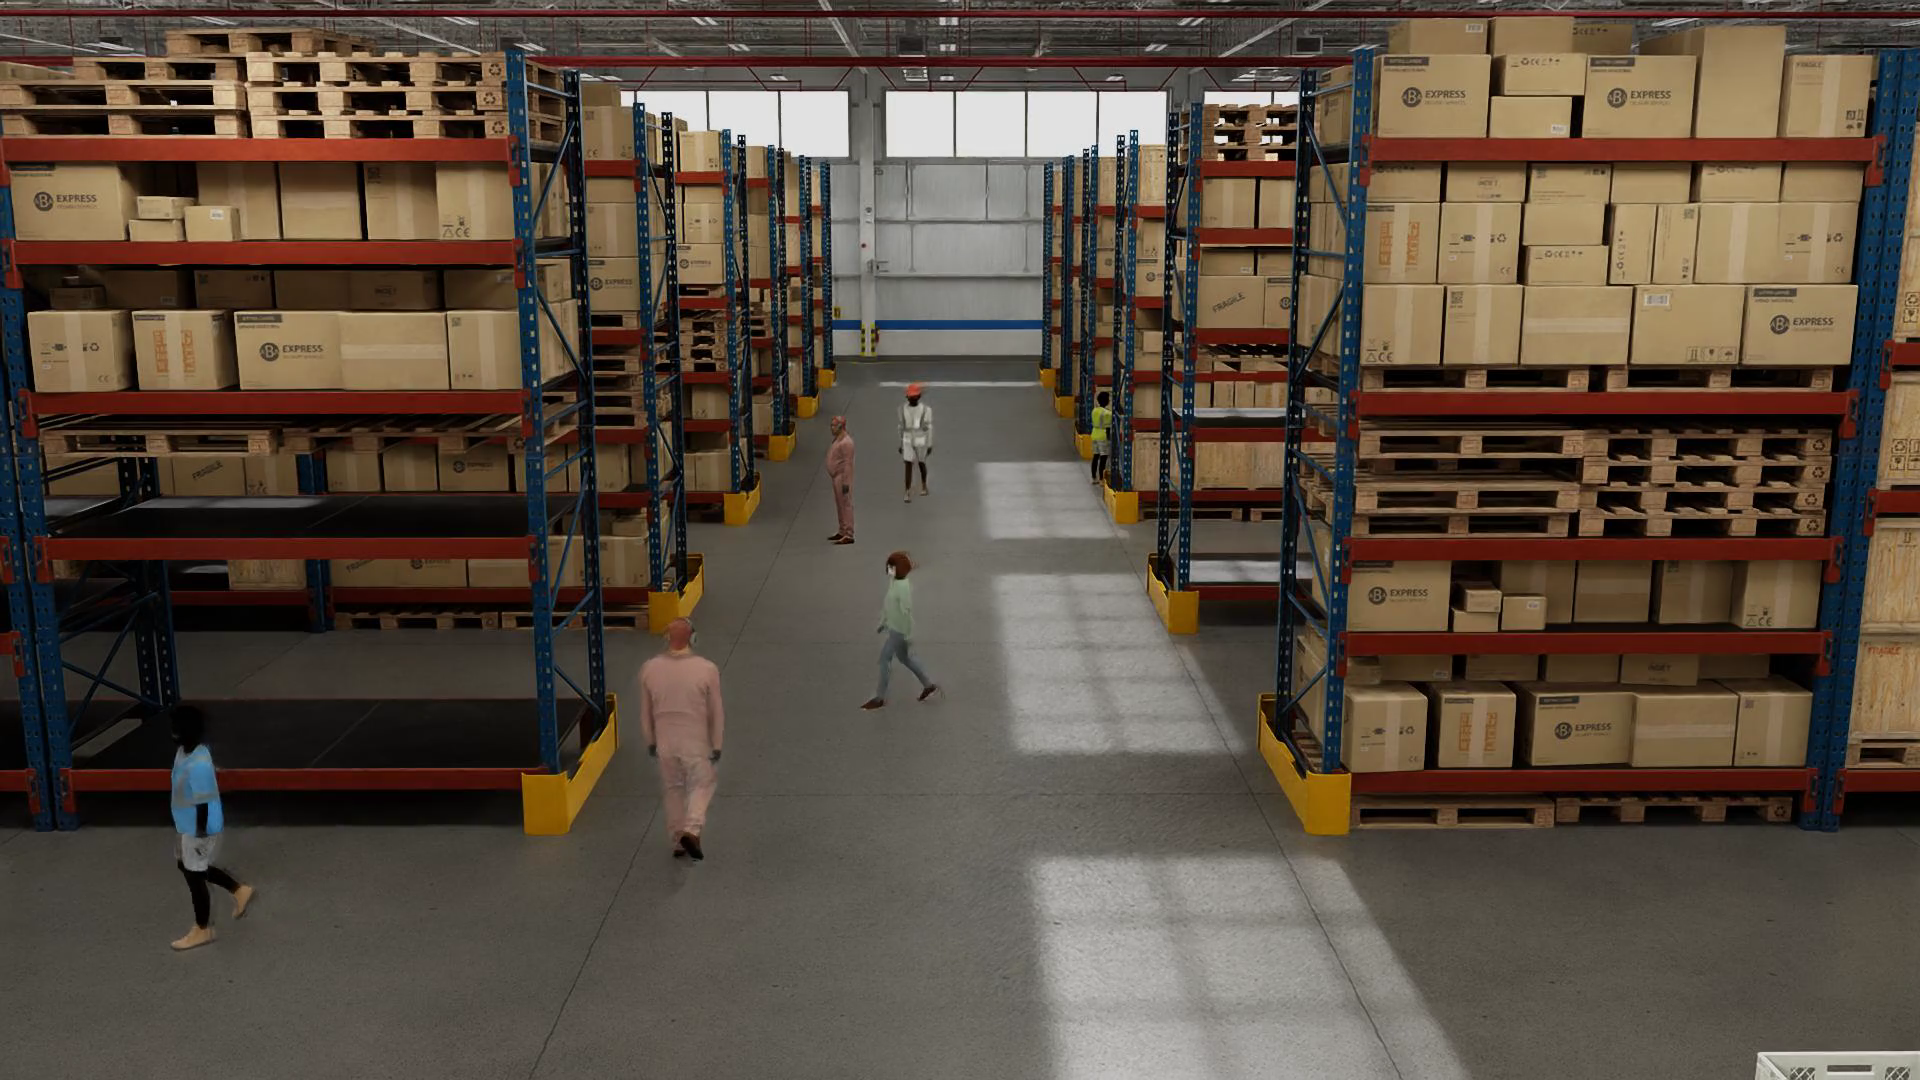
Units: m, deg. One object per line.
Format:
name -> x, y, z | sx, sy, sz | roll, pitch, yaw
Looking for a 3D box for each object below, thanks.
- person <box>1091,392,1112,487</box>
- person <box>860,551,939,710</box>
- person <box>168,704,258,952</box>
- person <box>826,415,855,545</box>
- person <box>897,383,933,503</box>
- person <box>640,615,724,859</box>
person -> 2.512, -1.794, 29.557 | 0.319, 1.693, 0.533 | -6, 13, -26
person -> -0.595, 0.877, 16.545 | 0.793, 1.593, 0.498 | -2, 12, -10
person -> -5.097, 1.906, 11.214 | 0.514, 1.683, 0.549 | -7, 13, -30
person -> -1.771, -0.891, 24.542 | 0.402, 1.906, 0.652 | -4, 12, -19
person -> -0.748, -1.680, 28.248 | 0.619, 2.001, 1.051 | 2, 12, 11
person -> -2.106, 1.520, 12.621 | 0.646, 1.896, 0.528 | 2, 12, 10
